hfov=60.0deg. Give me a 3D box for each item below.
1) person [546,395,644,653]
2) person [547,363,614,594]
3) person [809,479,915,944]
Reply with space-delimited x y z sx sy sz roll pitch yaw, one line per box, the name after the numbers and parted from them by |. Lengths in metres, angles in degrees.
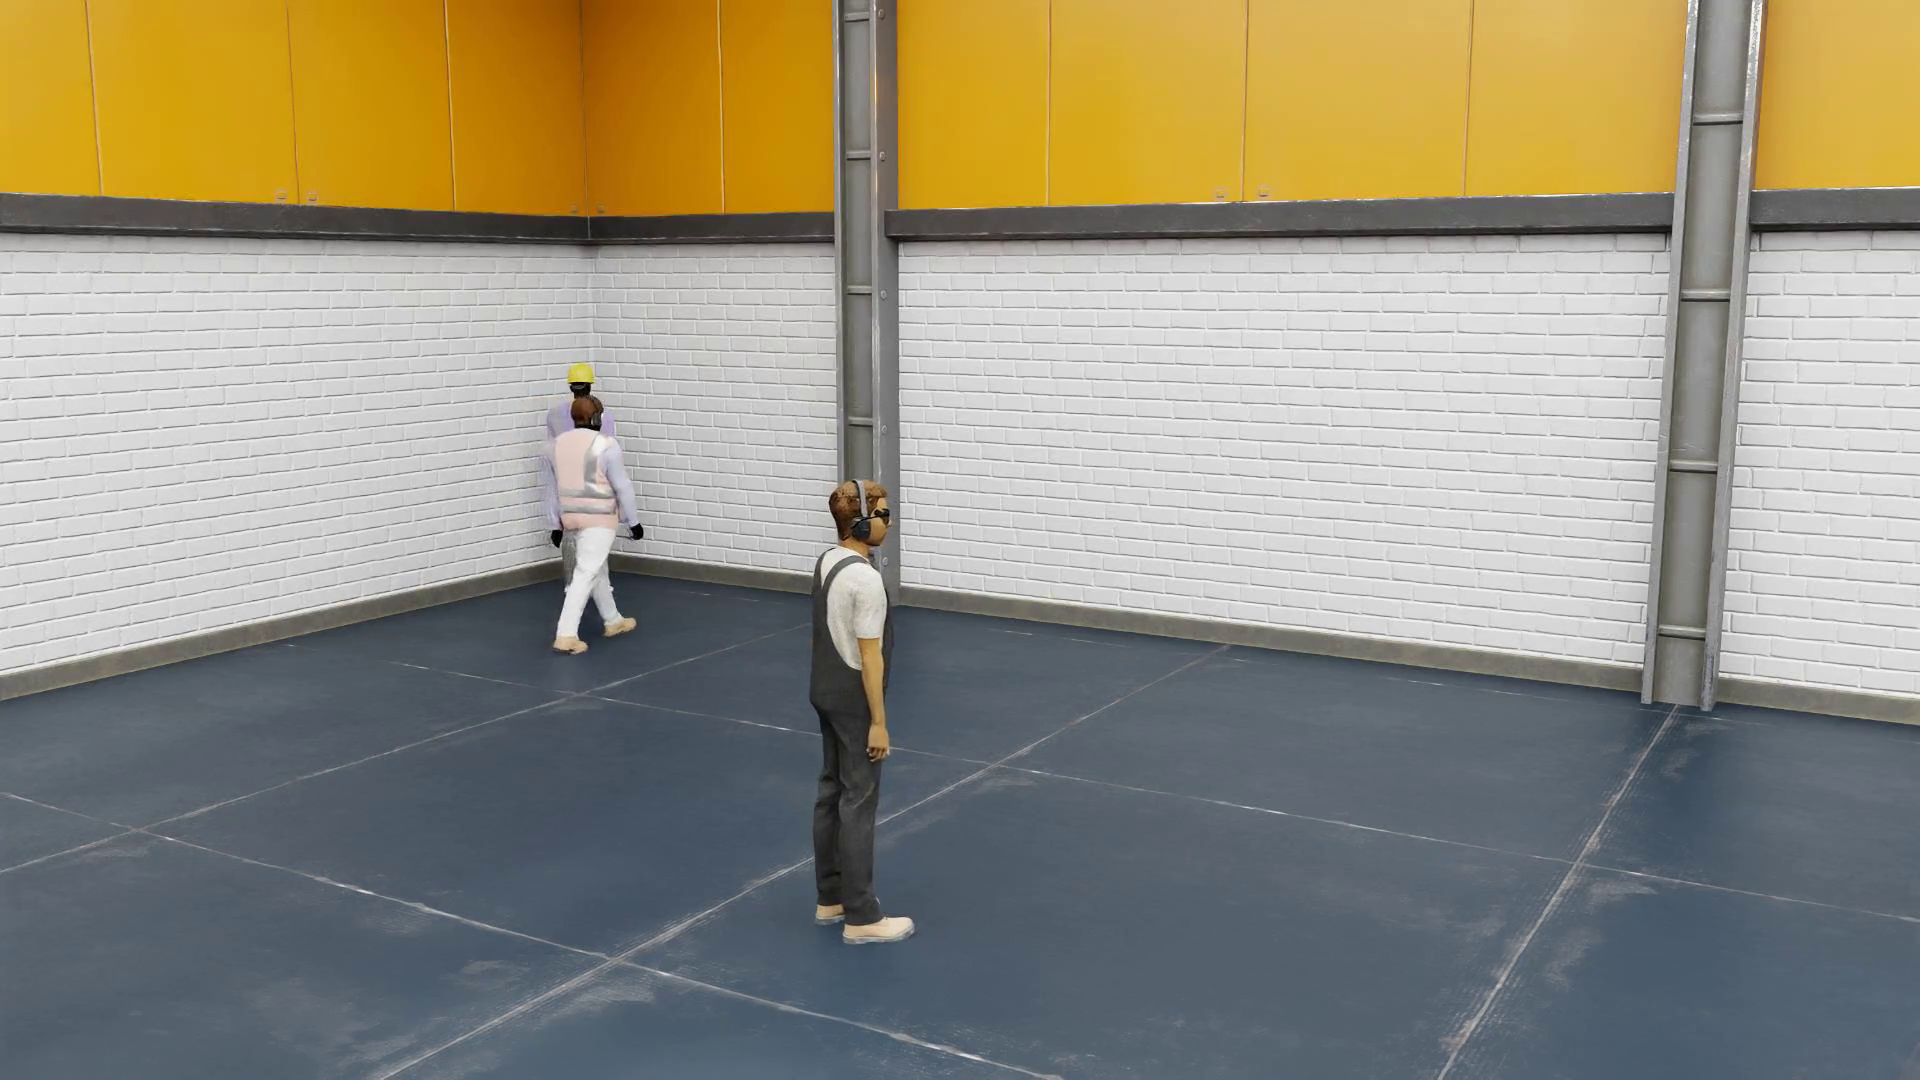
-2.627 -0.125 11.799 0.637 1.797 0.972 6 11 33 | person
-3.104 -0.498 13.725 0.590 1.919 0.388 2 9 13 | person
-0.420 0.673 6.628 0.347 1.846 0.505 -5 10 -27 | person
